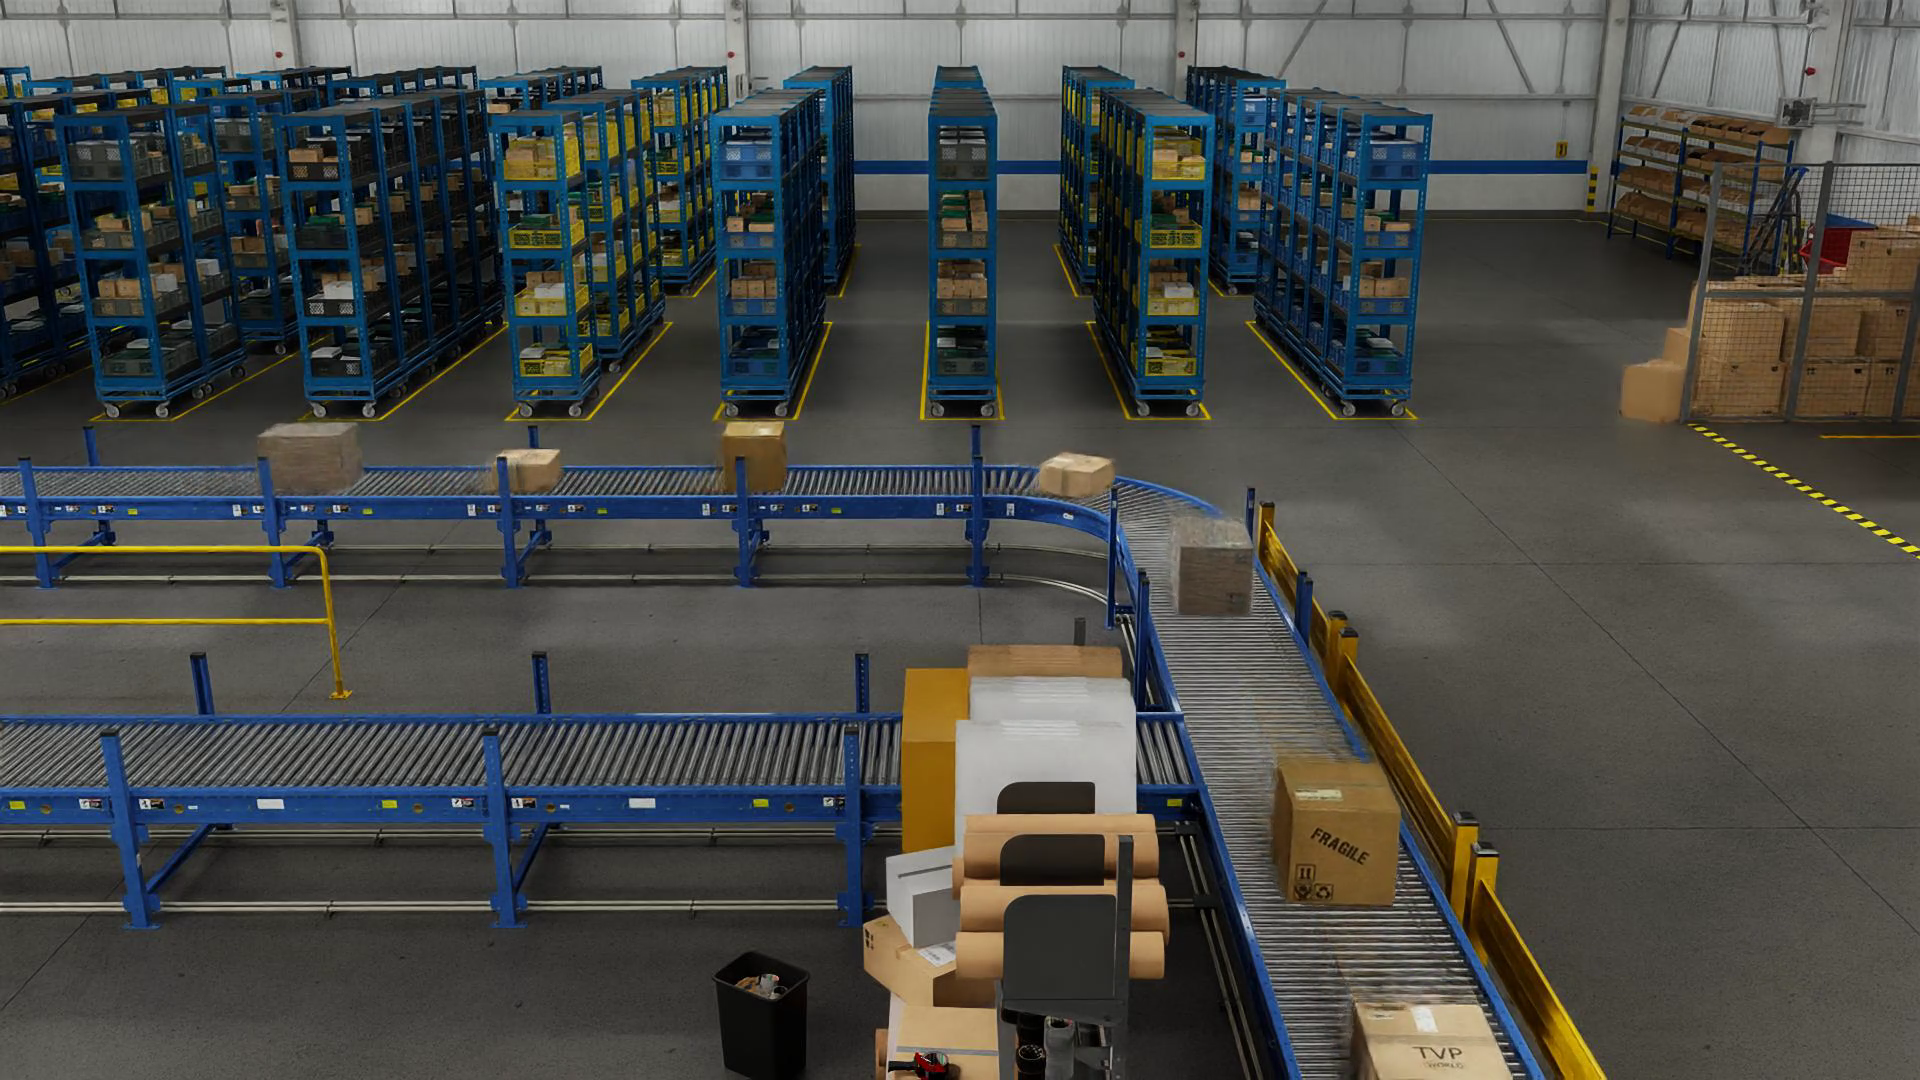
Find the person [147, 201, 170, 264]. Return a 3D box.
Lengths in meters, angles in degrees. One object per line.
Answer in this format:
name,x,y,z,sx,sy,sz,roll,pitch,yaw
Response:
person,-13.310,-4.819,27.557,0.597,1.816,0.598,-1,18,-3

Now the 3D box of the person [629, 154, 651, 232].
person,-7.009,-7.581,36.034,0.622,1.827,0.576,0,18,1

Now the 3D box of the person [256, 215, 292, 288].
person,-10.653,-4.421,26.031,0.395,1.993,0.616,14,23,36
